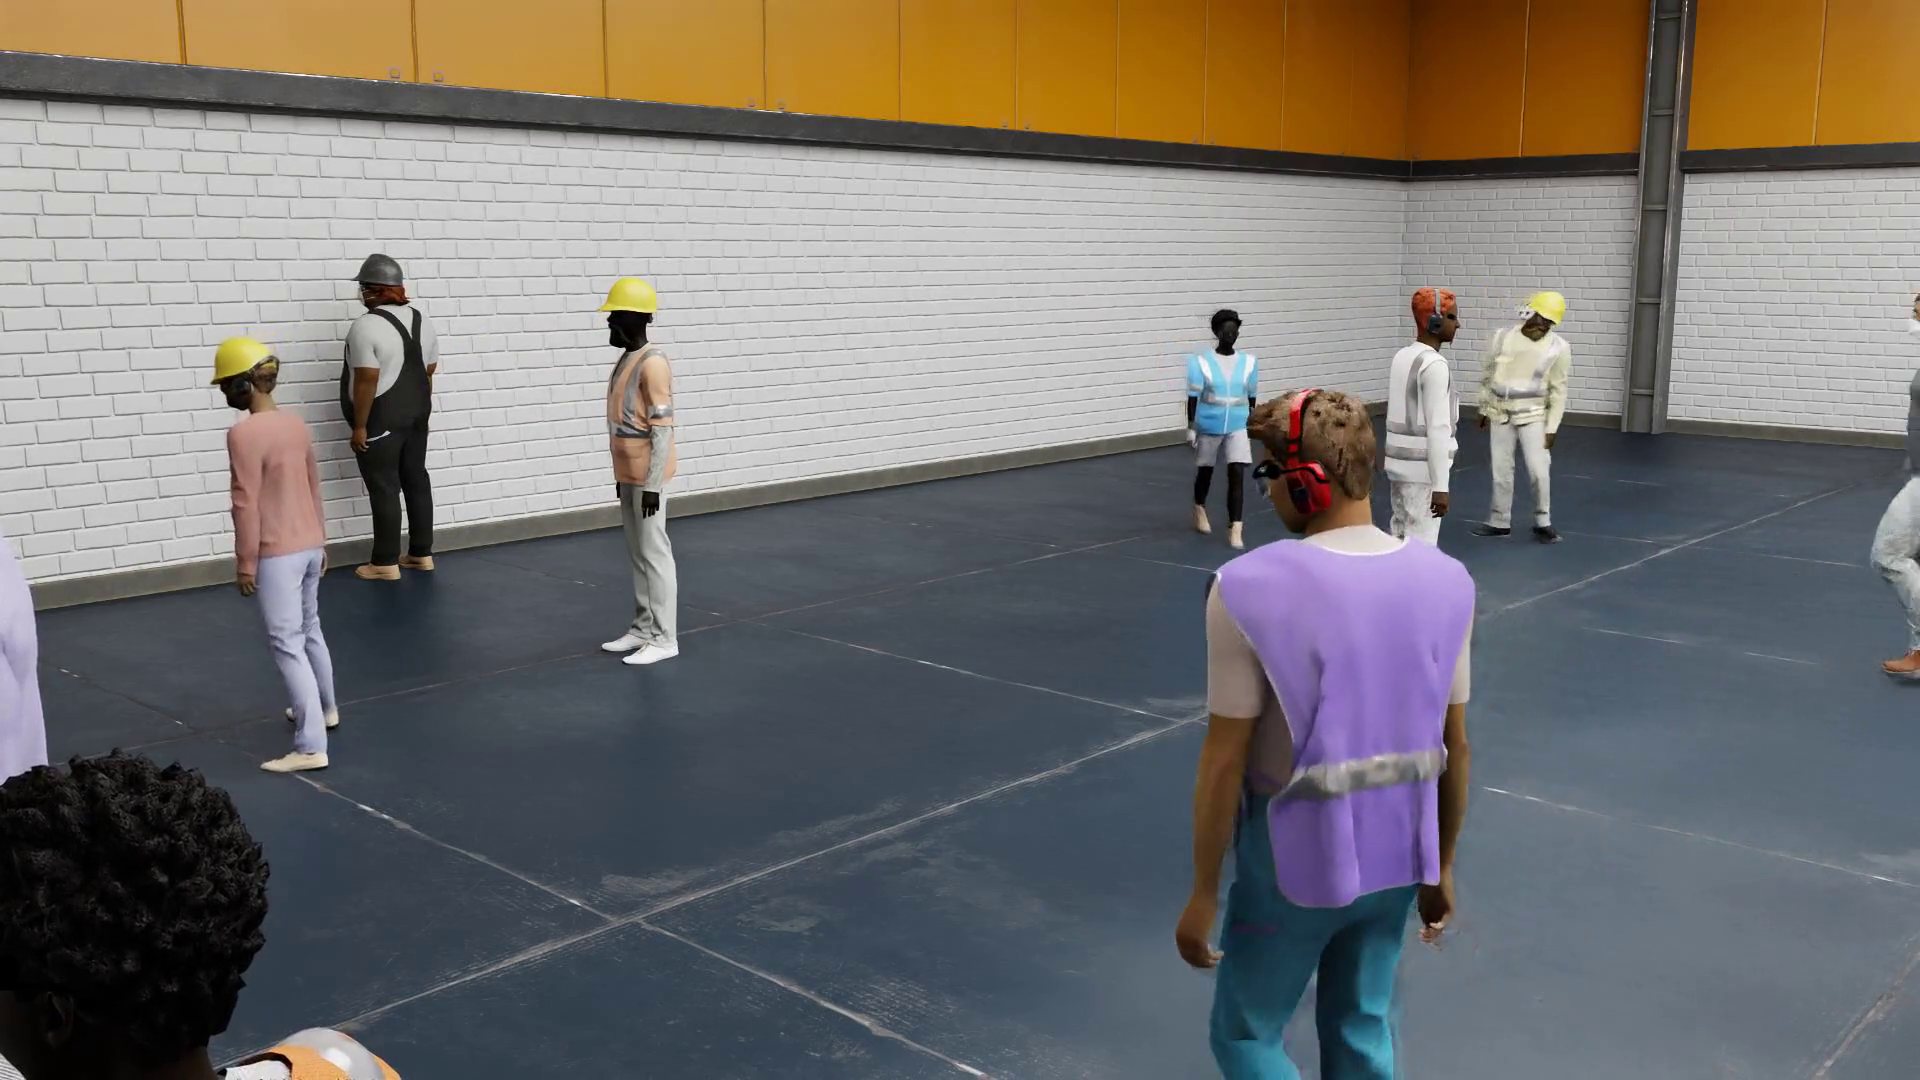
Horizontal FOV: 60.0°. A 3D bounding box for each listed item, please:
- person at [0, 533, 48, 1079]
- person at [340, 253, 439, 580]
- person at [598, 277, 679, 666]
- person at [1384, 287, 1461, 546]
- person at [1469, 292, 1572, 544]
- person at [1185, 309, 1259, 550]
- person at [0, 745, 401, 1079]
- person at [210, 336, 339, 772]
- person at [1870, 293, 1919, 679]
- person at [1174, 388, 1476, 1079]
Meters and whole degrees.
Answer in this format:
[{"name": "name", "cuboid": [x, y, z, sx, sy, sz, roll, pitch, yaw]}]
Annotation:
[{"name": "person", "cuboid": [-1.714, 0.626, 2.804, 0.363, 1.939, 0.636, -7, 12, -34]}, {"name": "person", "cuboid": [-3.642, -0.779, 10.515, 0.539, 2.000, 0.688, 4, 11, 22]}, {"name": "person", "cuboid": [-1.612, -0.343, 8.350, 0.359, 1.930, 0.590, -5, 11, -27]}, {"name": "person", "cuboid": [2.306, -0.318, 8.335, 0.337, 1.882, 0.585, -1, 10, -5]}, {"name": "person", "cuboid": [3.948, -0.856, 11.740, 0.652, 1.780, 0.406, 10, 14, 43]}, {"name": "person", "cuboid": [1.840, -0.810, 11.777, 0.534, 1.663, 0.865, -1, 10, -3]}, {"name": "person", "cuboid": [-0.627, 1.000, 1.398, 0.321, 1.689, 0.530, 3, 10, 16]}, {"name": "person", "cuboid": [-2.747, 0.037, 6.773, 0.462, 1.734, 0.672, 1, 10, 5]}, {"name": "person", "cuboid": [4.602, -0.261, 7.909, 0.465, 1.921, 0.652, 5, 11, 25]}, {"name": "person", "cuboid": [0.699, 0.629, 3.124, 0.612, 1.822, 0.450, -4, 11, -22]}]
